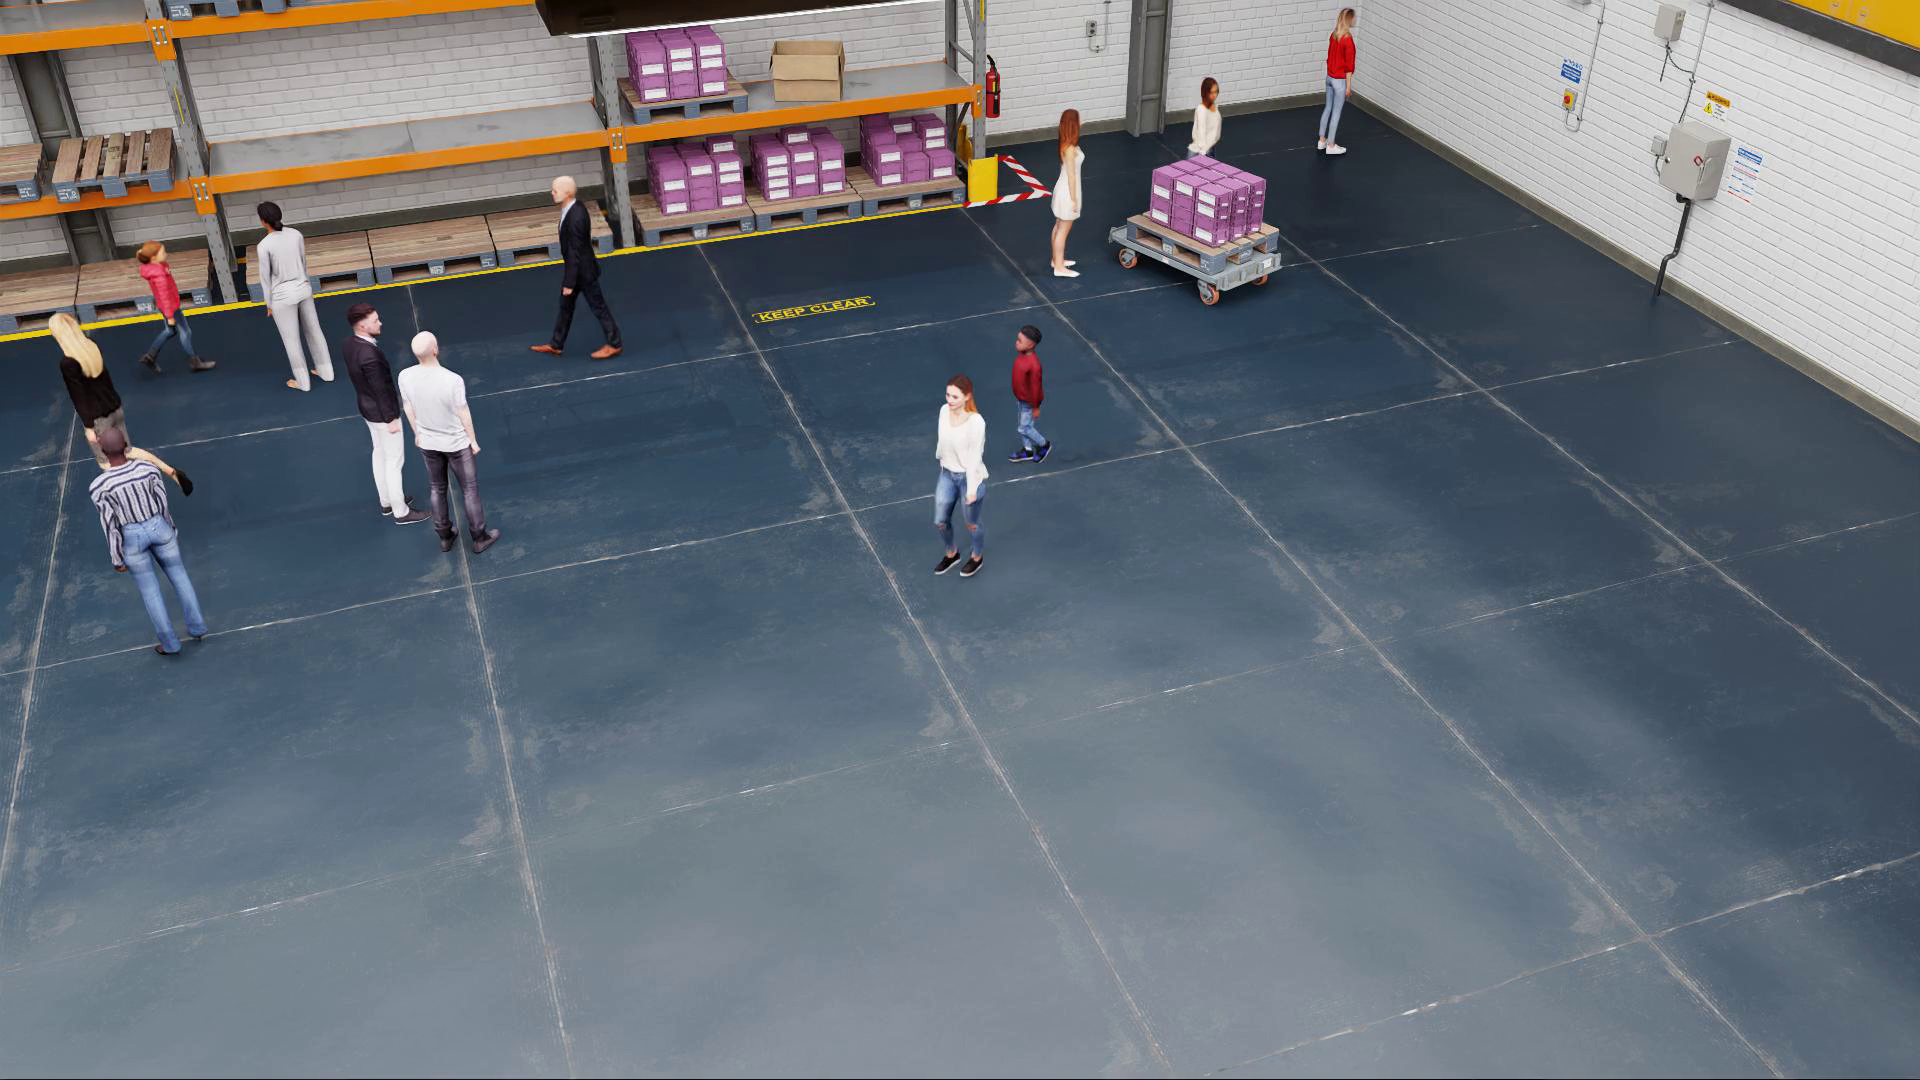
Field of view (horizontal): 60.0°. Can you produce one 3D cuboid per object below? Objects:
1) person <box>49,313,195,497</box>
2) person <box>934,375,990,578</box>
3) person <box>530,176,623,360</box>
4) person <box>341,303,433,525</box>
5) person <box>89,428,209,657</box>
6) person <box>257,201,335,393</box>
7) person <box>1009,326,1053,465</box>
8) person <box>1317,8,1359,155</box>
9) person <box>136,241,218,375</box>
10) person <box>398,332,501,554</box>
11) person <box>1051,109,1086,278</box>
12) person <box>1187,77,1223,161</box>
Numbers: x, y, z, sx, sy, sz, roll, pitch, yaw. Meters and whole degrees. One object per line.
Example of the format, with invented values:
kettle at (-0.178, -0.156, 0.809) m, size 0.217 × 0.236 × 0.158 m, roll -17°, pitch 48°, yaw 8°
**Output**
person at (-6.479, -0.911, 12.785) m, size 1.056 × 1.824 × 0.816 m, roll -1°, pitch 34°, yaw -2°
person at (0.074, -0.480, 12.270) m, size 0.744 × 1.675 × 0.773 m, roll 23°, pitch 40°, yaw 31°
person at (-3.364, -2.456, 15.159) m, size 1.038 × 1.768 × 0.686 m, roll -12°, pitch 36°, yaw -18°
person at (-4.504, -0.978, 12.873) m, size 0.673 × 1.838 × 0.723 m, roll -24°, pitch 40°, yaw -31°
person at (-5.573, 0.022, 11.408) m, size 0.759 × 1.795 × 0.630 m, roll 28°, pitch 42°, yaw 35°
person at (-5.930, -2.170, 14.761) m, size 0.768 × 1.732 × 0.674 m, roll 20°, pitch 39°, yaw 27°
person at (0.625, -1.195, 13.732) m, size 0.551 × 1.248 × 0.523 m, roll -11°, pitch 35°, yaw -15°
person at (4.477, -5.442, 19.708) m, size 0.489 × 1.706 × 0.621 m, roll -12°, pitch 36°, yaw -18°
person at (-7.212, -2.078, 15.012) m, size 0.880 × 1.301 × 0.612 m, roll -19°, pitch 38°, yaw -26°
person at (-3.876, -0.730, 12.504) m, size 0.700 × 1.832 × 0.812 m, roll 5°, pitch 34°, yaw 8°
person at (1.080, -3.519, 16.811) m, size 0.607 × 1.709 × 0.613 m, roll -2°, pitch 34°, yaw -3°
person at (2.500, -4.148, 17.825) m, size 1.137 × 1.634 × 1.087 m, roll 14°, pitch 36°, yaw 21°
